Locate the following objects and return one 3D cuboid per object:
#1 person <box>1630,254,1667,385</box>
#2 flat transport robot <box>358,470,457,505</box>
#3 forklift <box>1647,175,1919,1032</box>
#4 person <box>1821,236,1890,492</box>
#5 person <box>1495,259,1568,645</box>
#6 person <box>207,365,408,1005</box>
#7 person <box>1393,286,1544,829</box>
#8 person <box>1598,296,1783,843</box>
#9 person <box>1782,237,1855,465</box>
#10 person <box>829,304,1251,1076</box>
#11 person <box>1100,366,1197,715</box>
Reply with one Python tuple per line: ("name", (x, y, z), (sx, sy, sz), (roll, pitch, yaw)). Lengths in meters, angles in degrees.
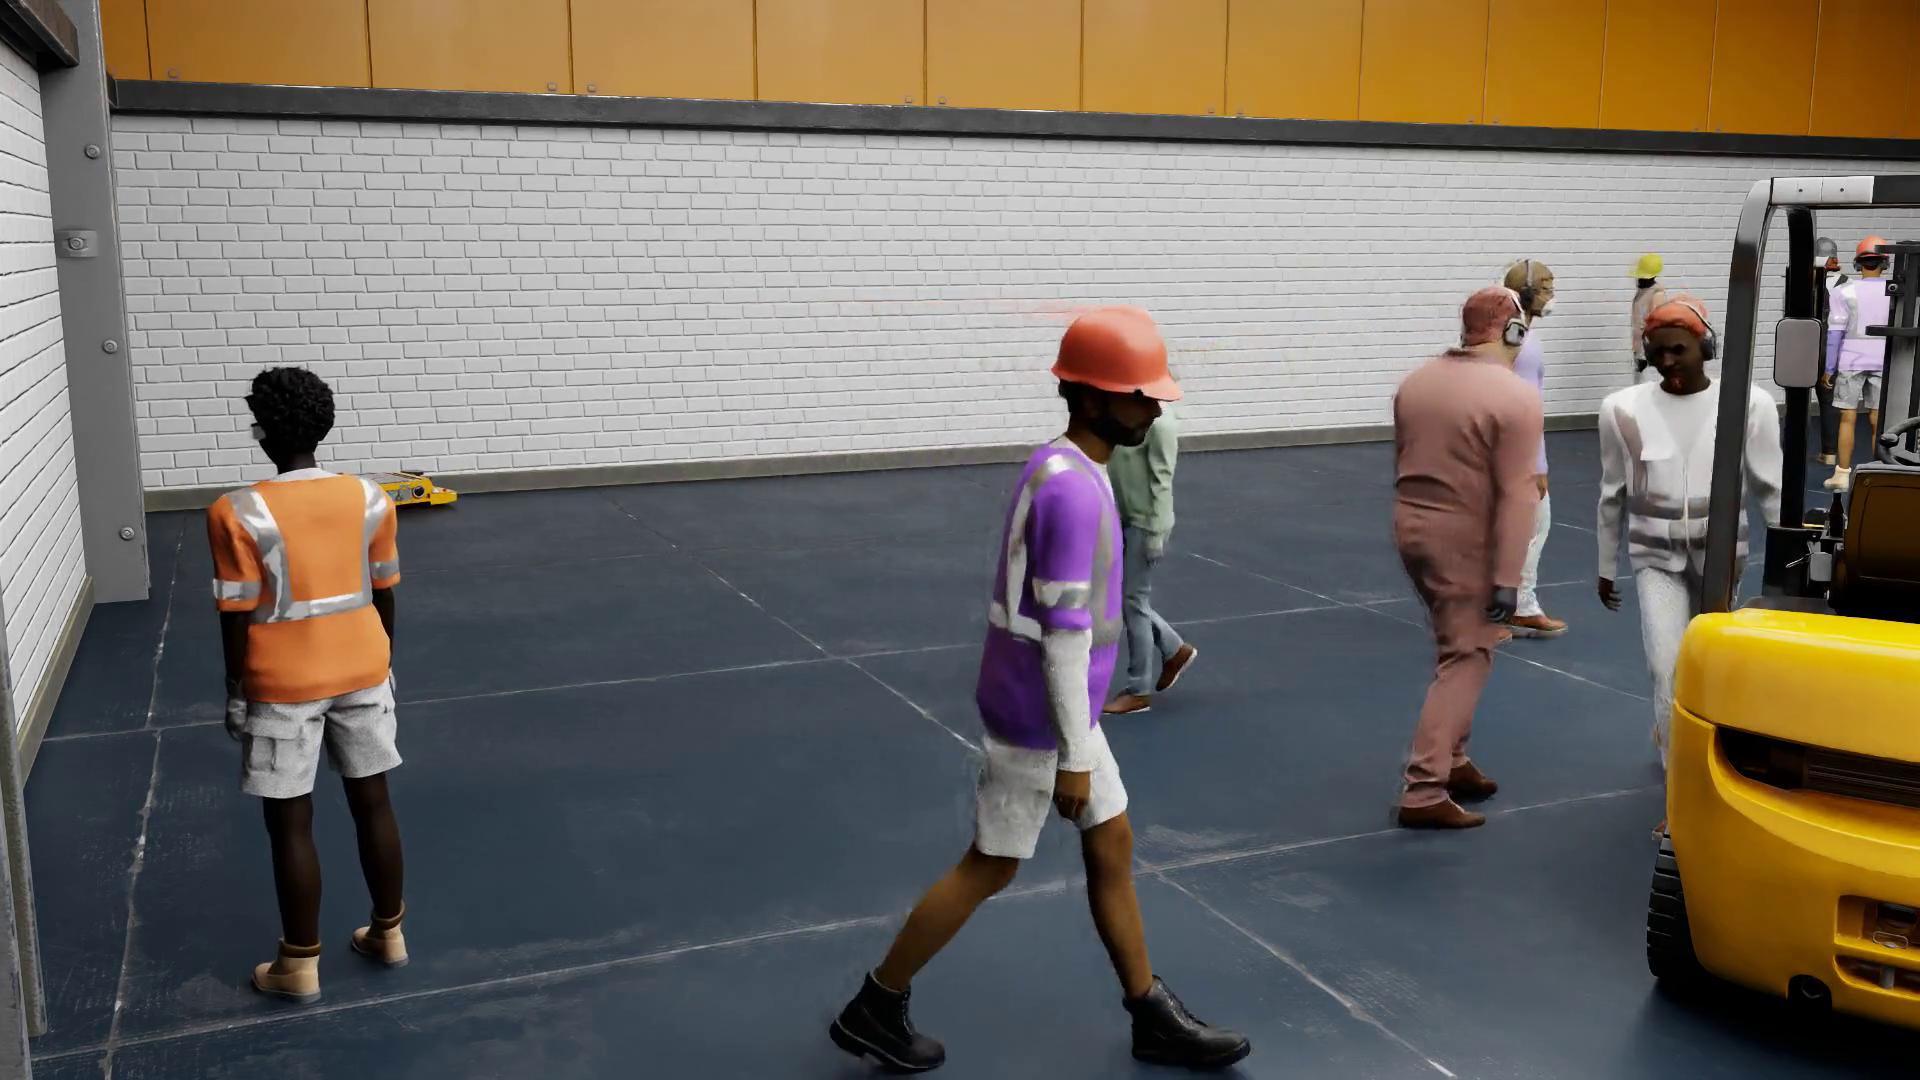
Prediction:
("person", (6.830, -1.907, 16.592), (0.373, 1.876, 0.684), (2, 10, 10))
("flat transport robot", (-4.560, -0.341, 12.359), (1.431, 0.197, 0.652), (-10, 14, -43))
("forklift", (2.810, 0.094, 4.662), (1.214, 2.155, 2.313), (7, 12, 34))
("person", (7.211, -1.396, 13.295), (0.609, 2.040, 0.395), (2, 10, 8))
("person", (2.801, -0.409, 8.186), (0.748, 1.912, 0.665), (1, 10, 8))
("person", (-1.732, 0.380, 4.480), (0.320, 1.690, 0.524), (8, 13, 38))
("person", (1.732, 0.052, 5.826), (0.642, 1.854, 0.664), (-4, 11, -23))
("person", (2.564, 0.067, 5.847), (0.656, 1.831, 0.945), (4, 11, 23))
("person", (7.660, -1.694, 14.940), (0.688, 2.000, 0.536), (0, 10, 2))
("person", (0.168, 0.386, 3.949), (1.005, 1.883, 0.594), (1, 10, 8))
("person", (0.790, -0.056, 7.056), (0.413, 1.614, 0.518), (-3, 11, -15))
